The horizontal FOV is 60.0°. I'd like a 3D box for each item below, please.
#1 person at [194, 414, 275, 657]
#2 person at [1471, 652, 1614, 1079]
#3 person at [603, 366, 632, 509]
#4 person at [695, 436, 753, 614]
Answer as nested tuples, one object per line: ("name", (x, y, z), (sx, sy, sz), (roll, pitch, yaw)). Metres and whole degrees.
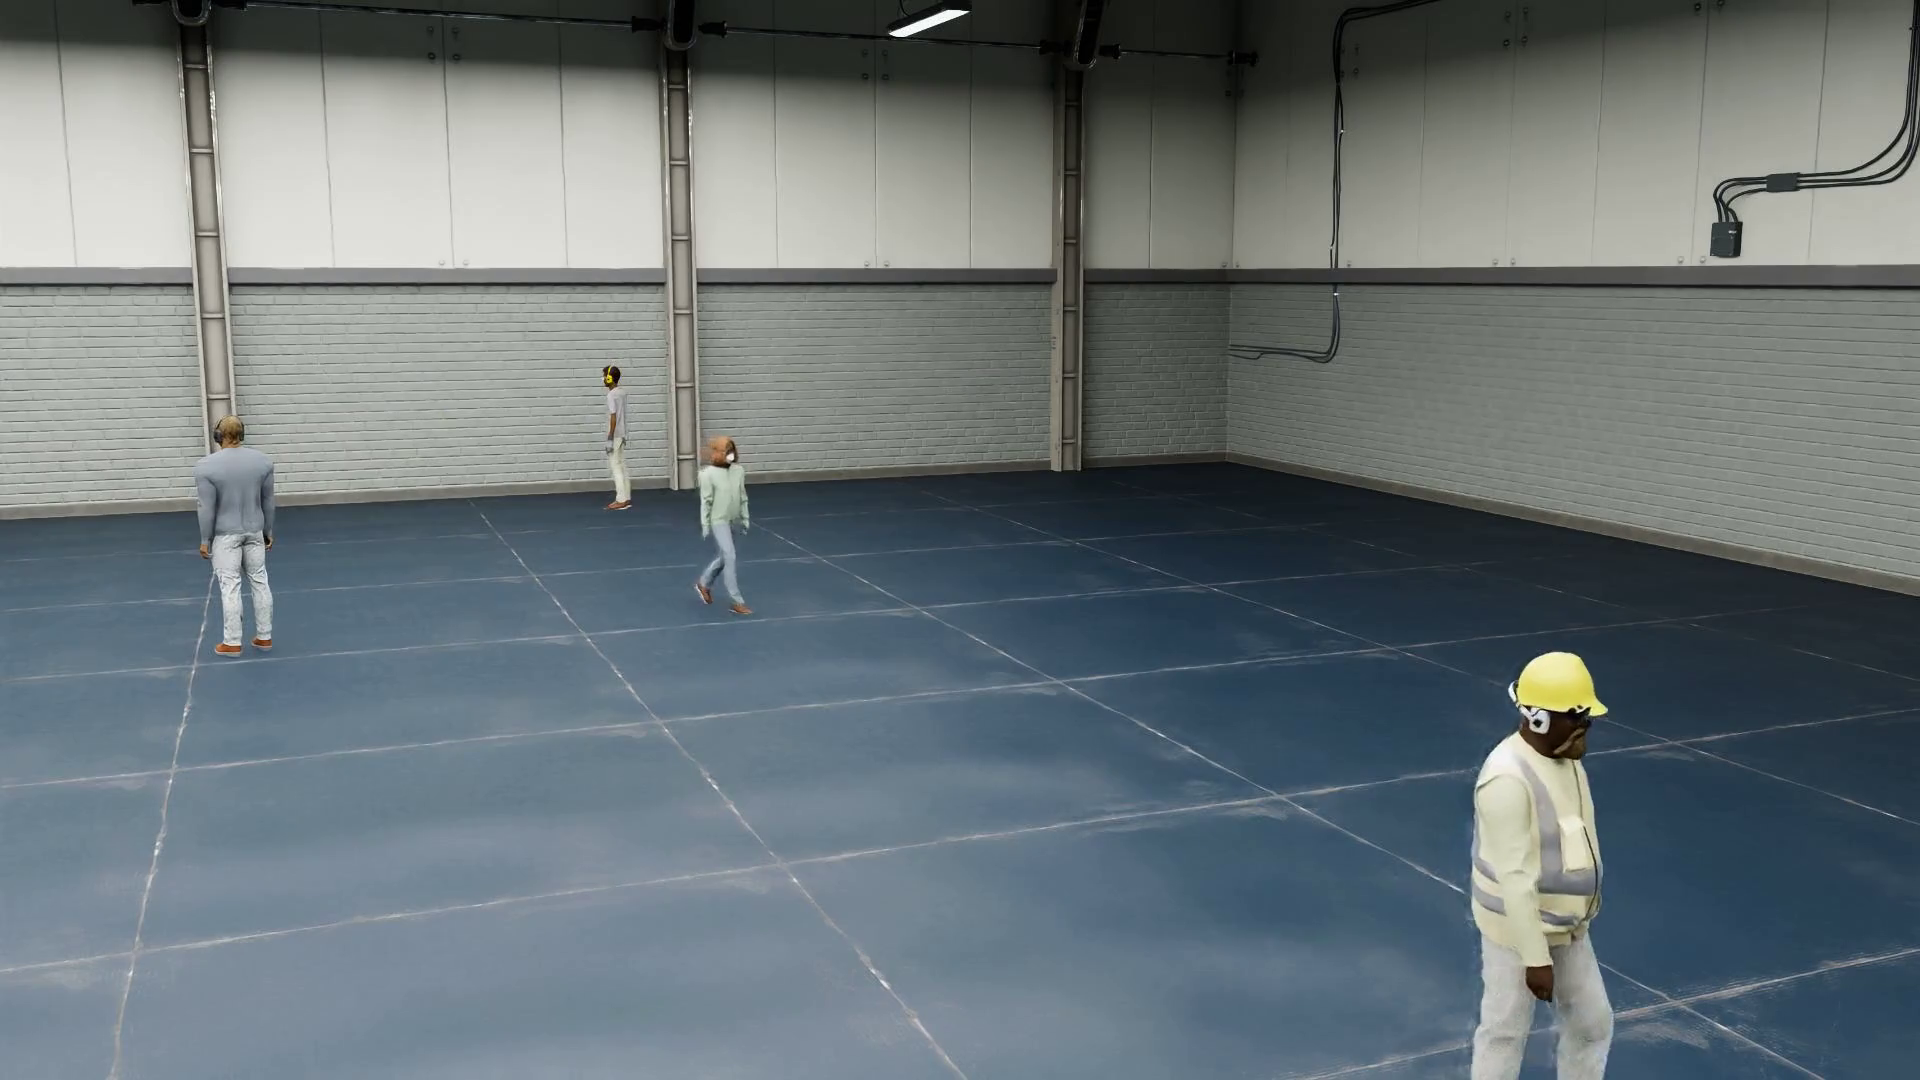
("person", (-5.775, -0.039, 13.283), (0.372, 1.940, 0.631), (7, 12, 39))
("person", (1.986, 1.272, 5.450), (0.629, 1.814, 0.606), (8, 12, 42))
("person", (-4.473, -1.327, 21.590), (0.310, 1.868, 0.533), (1, 9, 9))
("person", (-2.162, -0.158, 15.067), (0.769, 1.602, 0.507), (7, 11, 37))
